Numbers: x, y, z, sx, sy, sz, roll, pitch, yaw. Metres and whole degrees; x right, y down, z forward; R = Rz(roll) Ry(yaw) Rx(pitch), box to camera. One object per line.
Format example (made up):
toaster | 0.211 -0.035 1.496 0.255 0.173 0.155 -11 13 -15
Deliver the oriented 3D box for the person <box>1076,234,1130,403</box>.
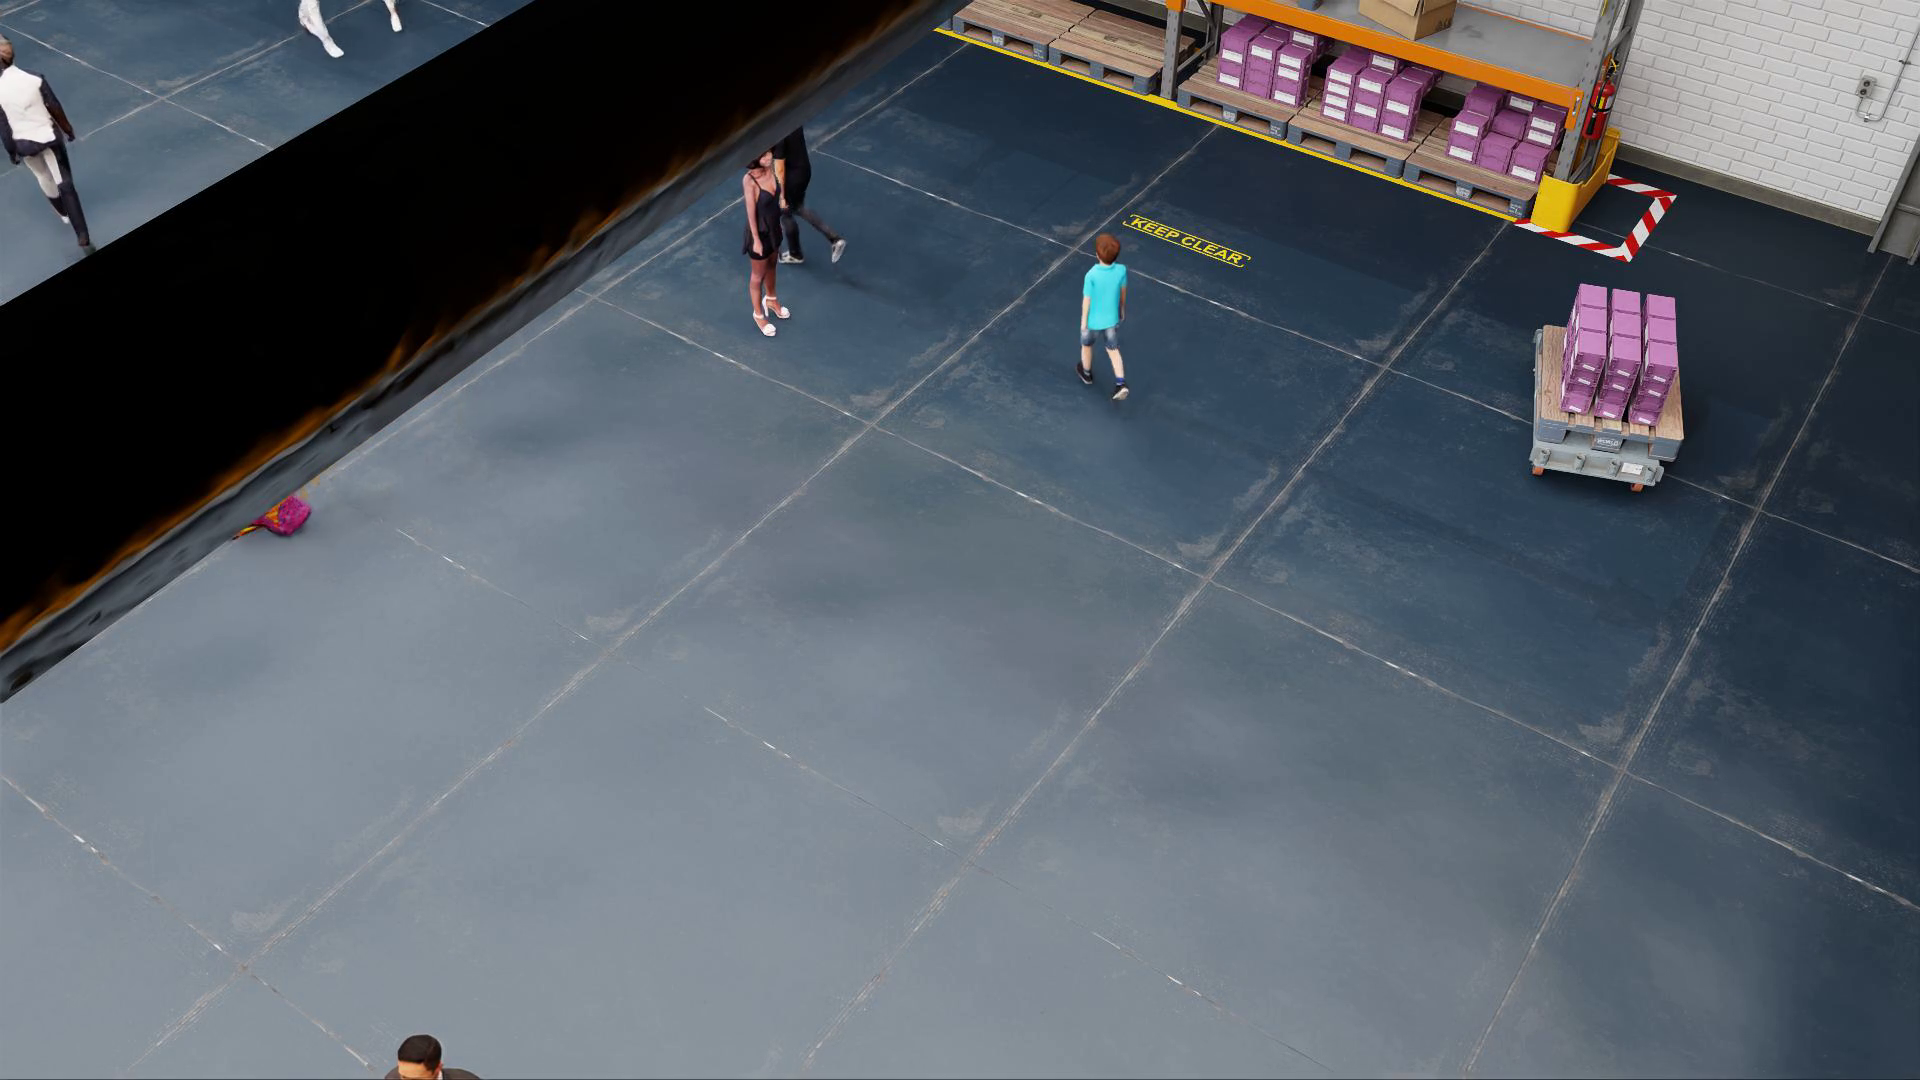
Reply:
person | 1.131 -1.707 12.877 0.819 1.433 0.962 -15 46 -15

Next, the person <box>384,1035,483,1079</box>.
person | -2.372 2.850 7.824 0.669 1.805 0.812 4 44 4

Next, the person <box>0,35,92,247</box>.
person | -7.903 -3.374 14.323 1.069 1.852 1.304 -22 48 -21

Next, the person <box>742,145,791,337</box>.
person | -1.591 -2.485 13.436 0.593 1.789 0.605 17 46 17

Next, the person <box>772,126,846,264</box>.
person | -1.333 -3.033 14.009 1.004 1.790 0.836 18 47 18
